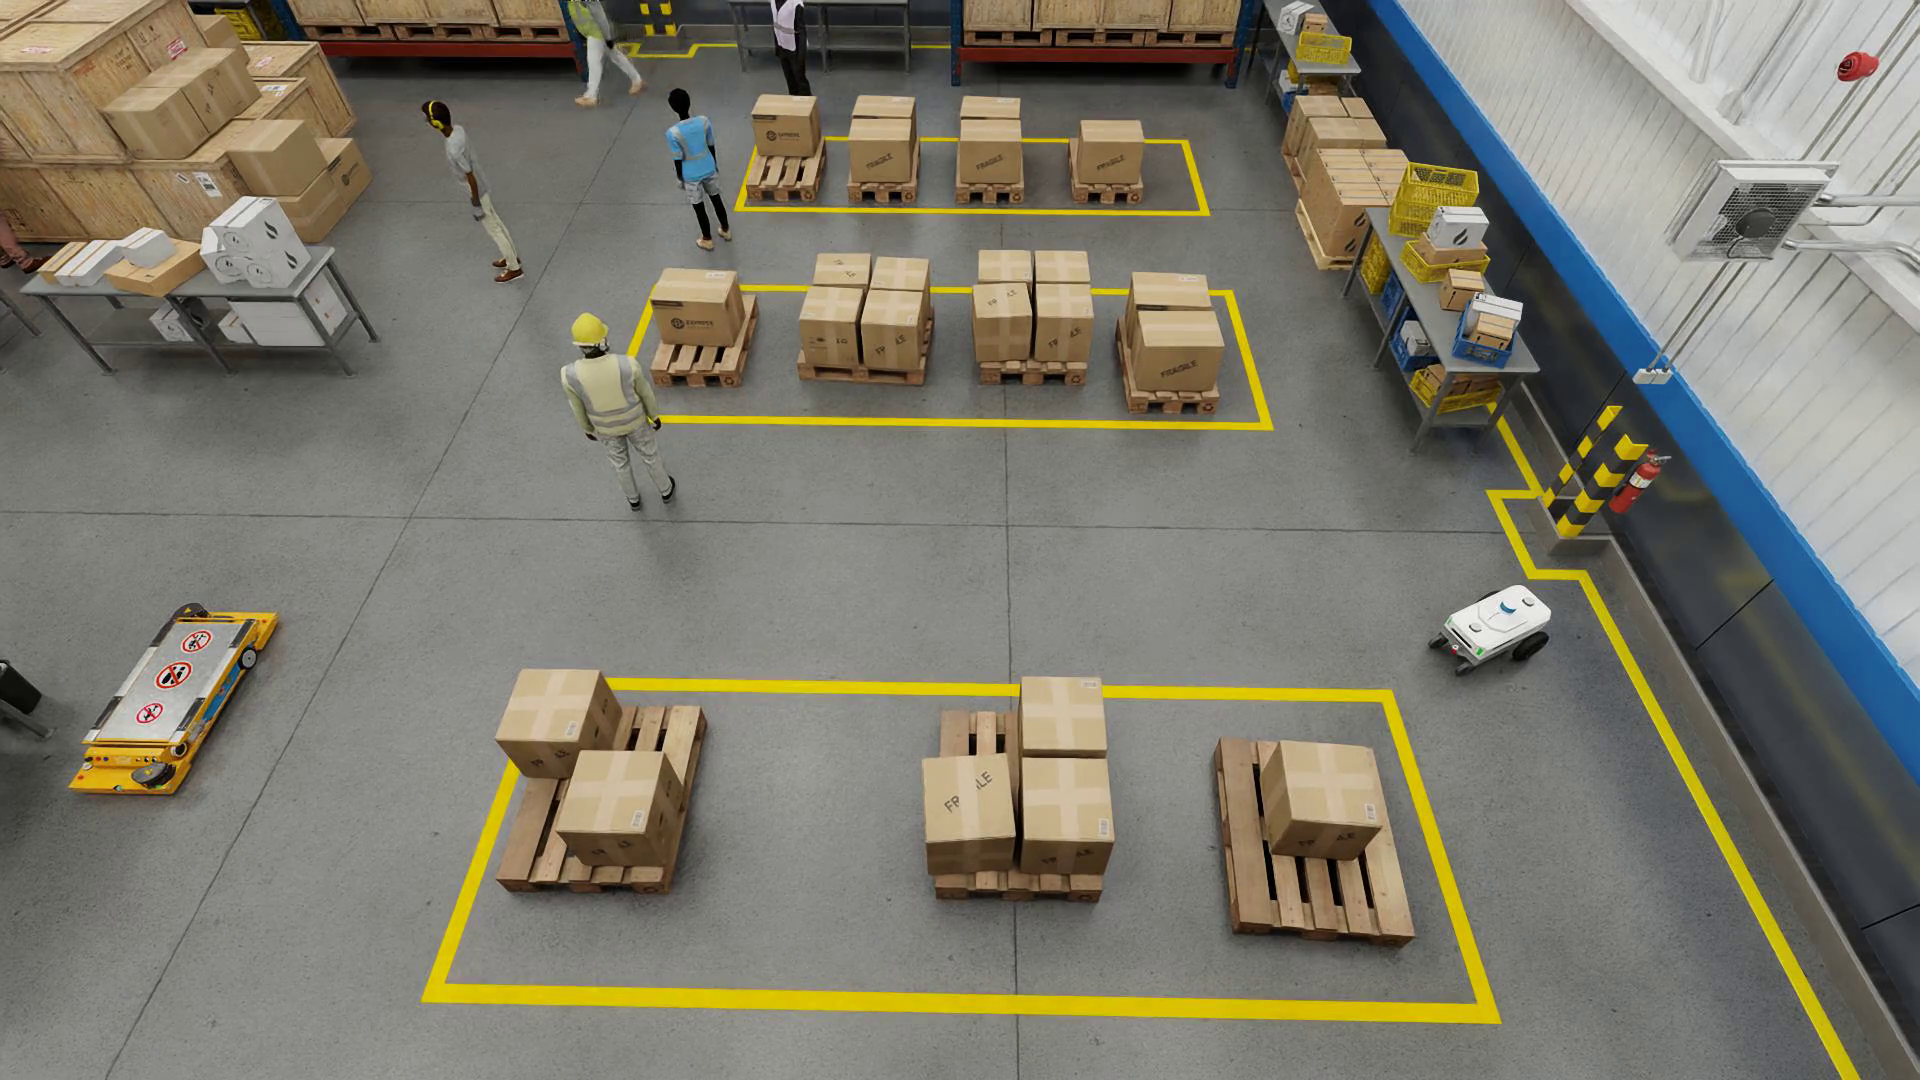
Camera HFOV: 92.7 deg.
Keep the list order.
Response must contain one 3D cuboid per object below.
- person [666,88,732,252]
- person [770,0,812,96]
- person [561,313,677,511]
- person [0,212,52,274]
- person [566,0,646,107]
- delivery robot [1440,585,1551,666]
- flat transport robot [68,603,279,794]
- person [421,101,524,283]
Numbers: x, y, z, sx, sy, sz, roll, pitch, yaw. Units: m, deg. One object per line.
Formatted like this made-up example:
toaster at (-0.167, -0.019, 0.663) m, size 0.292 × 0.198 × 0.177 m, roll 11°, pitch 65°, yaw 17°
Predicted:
person at (-2.784, -3.907, 9.724) m, size 0.319 × 1.698 × 0.539 m, roll 37°, pitch 59°, yaw 27°
person at (-2.115, -6.168, 11.497) m, size 0.592 × 1.919 × 0.392 m, roll 37°, pitch 59°, yaw 27°
person at (-2.653, -0.959, 7.148) m, size 0.600 × 1.823 × 0.403 m, roll -13°, pitch 51°, yaw -11°
person at (-10.246, -3.663, 9.395) m, size 0.645 × 1.898 × 0.398 m, roll 13°, pitch 51°, yaw 11°
person at (-4.787, -6.695, 12.040) m, size 1.034 × 1.779 × 0.631 m, roll -25°, pitch 54°, yaw -20°
delivery robot at (3.856, 0.598, 6.599) m, size 0.707 × 0.478 × 0.477 m, roll -20°, pitch 53°, yaw -16°
flat transport robot at (-5.504, 1.072, 6.442) m, size 0.652 × 0.197 × 1.431 m, roll 1°, pitch 50°, yaw 1°
person at (-4.907, -3.501, 9.276) m, size 0.329 × 1.865 × 0.518 m, roll -14°, pitch 51°, yaw -12°
